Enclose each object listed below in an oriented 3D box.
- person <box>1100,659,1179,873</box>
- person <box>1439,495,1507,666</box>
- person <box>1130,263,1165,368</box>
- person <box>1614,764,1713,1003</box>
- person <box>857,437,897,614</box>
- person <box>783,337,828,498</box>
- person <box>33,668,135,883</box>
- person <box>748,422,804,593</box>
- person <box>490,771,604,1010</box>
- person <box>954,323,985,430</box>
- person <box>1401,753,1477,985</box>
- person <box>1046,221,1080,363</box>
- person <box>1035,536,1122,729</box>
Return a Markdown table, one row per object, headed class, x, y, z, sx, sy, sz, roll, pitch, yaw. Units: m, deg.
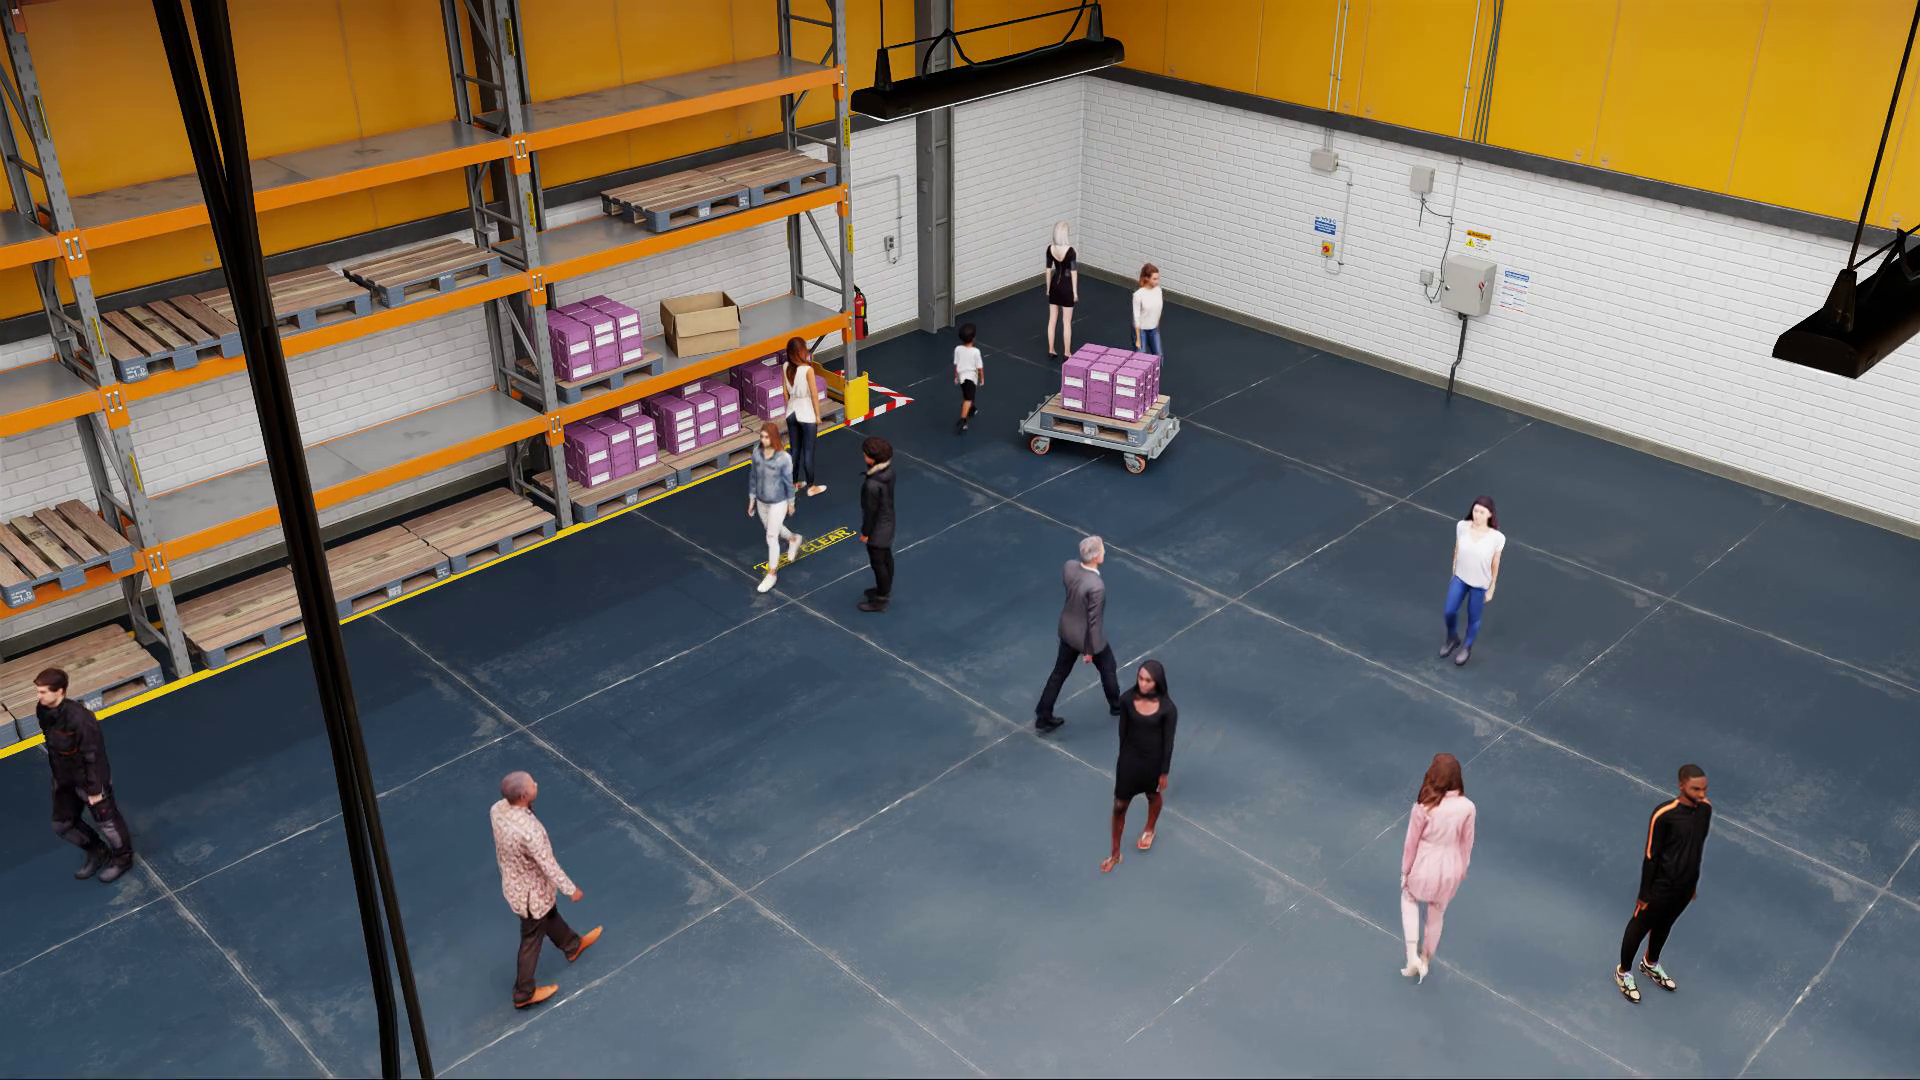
| class | x | y | z | sx | sy | sz | roll | pitch | yaw |
| --- | --- | --- | --- | --- | --- | --- | --- | --- | --- |
| person | 1.419 | 1.601 | 12.386 | 0.809 | 1.698 | 1.008 | 12 | 31 | 21 |
| person | 4.576 | 0.348 | 14.710 | 0.630 | 1.673 | 0.607 | 20 | 35 | 32 |
| person | 2.158 | -2.497 | 19.882 | 0.616 | 1.715 | 0.735 | -16 | 32 | -26 |
| person | 4.709 | 2.253 | 11.076 | 0.619 | 1.808 | 0.755 | -10 | 30 | -17 |
| person | -0.735 | -0.146 | 15.504 | 0.798 | 1.779 | 0.705 | 9 | 30 | 16 |
| person | -1.687 | -1.308 | 17.628 | 0.628 | 1.785 | 0.598 | 16 | 33 | 27 |
| person | -6.329 | 1.670 | 12.125 | 0.829 | 1.828 | 0.786 | 13 | 31 | 22 |
| person | -1.768 | -0.393 | 16.066 | 0.783 | 1.675 | 1.143 | 16 | 32 | 27 |
| person | -2.891 | 2.338 | 10.953 | 1.045 | 1.776 | 0.765 | -21 | 35 | -33 |
| person | 0.075 | -1.875 | 19.238 | 0.714 | 1.240 | 0.950 | 11 | 31 | 20 |
| person | 3.177 | 2.267 | 11.067 | 0.778 | 1.792 | 0.834 | 2 | 29 | 4 |
| person | 1.273 | -3.127 | 20.917 | 0.618 | 1.829 | 0.566 | 17 | 33 | 28 |
| person | 0.950 | 0.805 | 13.752 | 1.265 | 1.787 | 0.870 | -18 | 33 | -29 |
